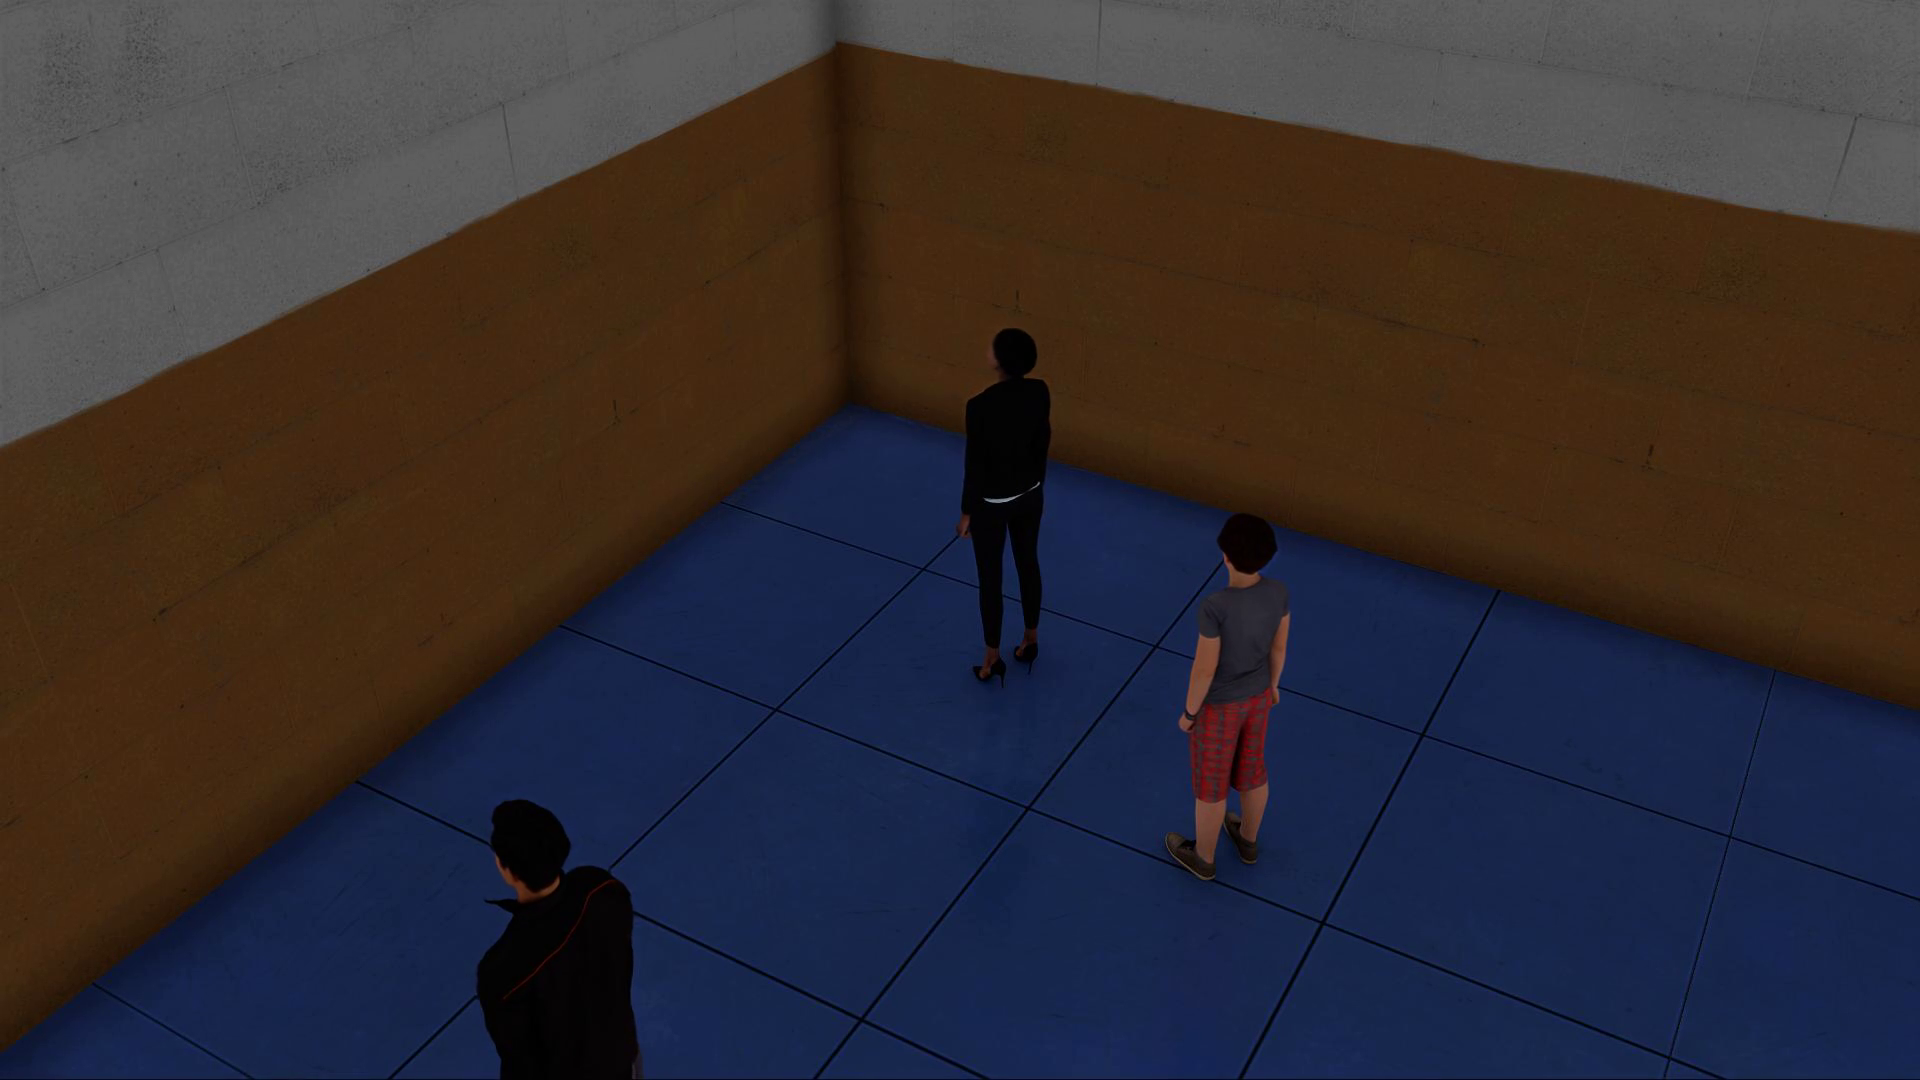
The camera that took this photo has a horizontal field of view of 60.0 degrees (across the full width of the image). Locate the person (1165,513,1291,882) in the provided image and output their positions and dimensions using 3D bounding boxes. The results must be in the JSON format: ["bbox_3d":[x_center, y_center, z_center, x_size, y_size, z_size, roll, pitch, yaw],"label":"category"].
[{"bbox_3d":[1.067,0.632,6.505,0.640,1.649,0.734,-14,36,-20],"label":"person"}]

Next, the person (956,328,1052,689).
[{"bbox_3d":[0.209,-0.135,7.504,0.621,1.833,0.739,-18,38,-25],"label":"person"}]

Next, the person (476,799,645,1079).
[{"bbox_3d":[-1.124,1.526,4.905,0.746,1.945,0.506,17,37,23],"label":"person"}]
